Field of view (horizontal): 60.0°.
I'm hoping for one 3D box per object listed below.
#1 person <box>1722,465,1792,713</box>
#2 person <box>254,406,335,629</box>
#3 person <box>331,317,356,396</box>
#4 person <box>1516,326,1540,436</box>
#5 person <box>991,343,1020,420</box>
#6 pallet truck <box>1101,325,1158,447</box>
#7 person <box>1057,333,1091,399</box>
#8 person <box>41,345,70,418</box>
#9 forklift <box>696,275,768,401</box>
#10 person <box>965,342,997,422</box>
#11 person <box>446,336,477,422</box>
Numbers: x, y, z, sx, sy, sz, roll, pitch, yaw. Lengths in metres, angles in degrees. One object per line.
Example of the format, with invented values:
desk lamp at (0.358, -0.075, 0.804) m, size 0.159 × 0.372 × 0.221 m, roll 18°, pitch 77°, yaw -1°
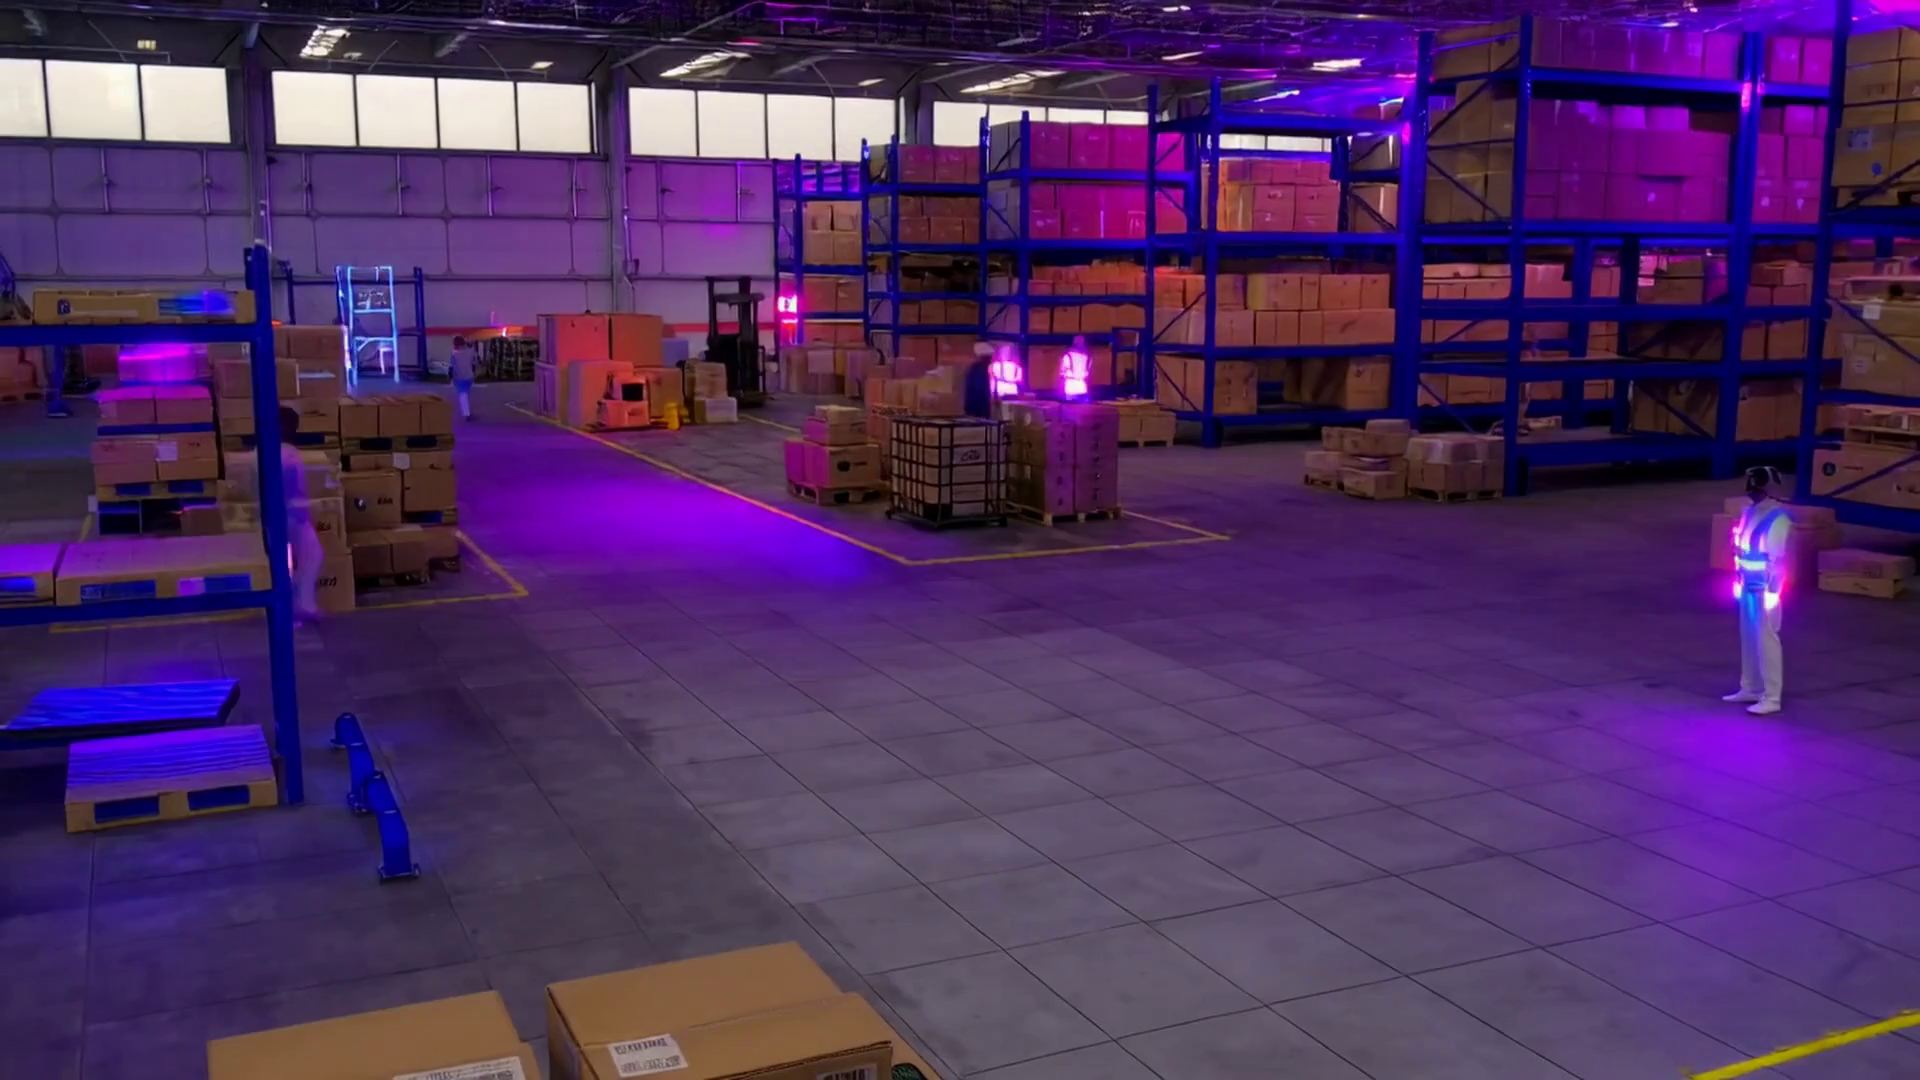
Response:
person at (5.282, 0.315, 10.995) m, size 0.312 × 1.632 × 0.514 m, roll 0°, pitch 9°, yaw -1°
person at (-5.361, -0.177, 13.456) m, size 0.647 × 1.820 × 0.649 m, roll -1°, pitch 9°, yaw -6°
person at (-13.676, -3.973, 36.743) m, size 0.657 × 1.905 × 0.547 m, roll 9°, pitch 13°, yaw 43°
person at (10.018, -2.795, 29.341) m, size 0.374 × 1.941 × 0.627 m, roll 2°, pitch 9°, yaw 14°
person at (0.806, -2.531, 28.496) m, size 0.551 × 1.682 × 0.461 m, roll -6°, pitch 11°, yaw -34°
pallet truck at (2.881, -2.596, 27.923) m, size 0.823 × 1.965 × 1.885 m, roll -1°, pitch 9°, yaw -7°
person at (1.845, -2.408, 27.083) m, size 0.596 × 1.902 × 0.450 m, roll -4°, pitch 10°, yaw -23°
person at (-18.023, -3.387, 33.075) m, size 0.362 × 1.929 × 0.629 m, roll -1°, pitch 9°, yaw -8°
forklift at (-5.100, -4.446, 36.668) m, size 1.129 × 2.768 × 1.873 m, roll -4°, pitch 10°, yaw -25°
person at (0.274, -1.717, 22.680) m, size 1.045 × 1.941 × 0.629 m, roll 5°, pitch 10°, yaw 29°
person at (-9.649, -3.105, 32.161) m, size 0.547 × 1.644 × 0.889 m, roll -8°, pitch 12°, yaw -42°
